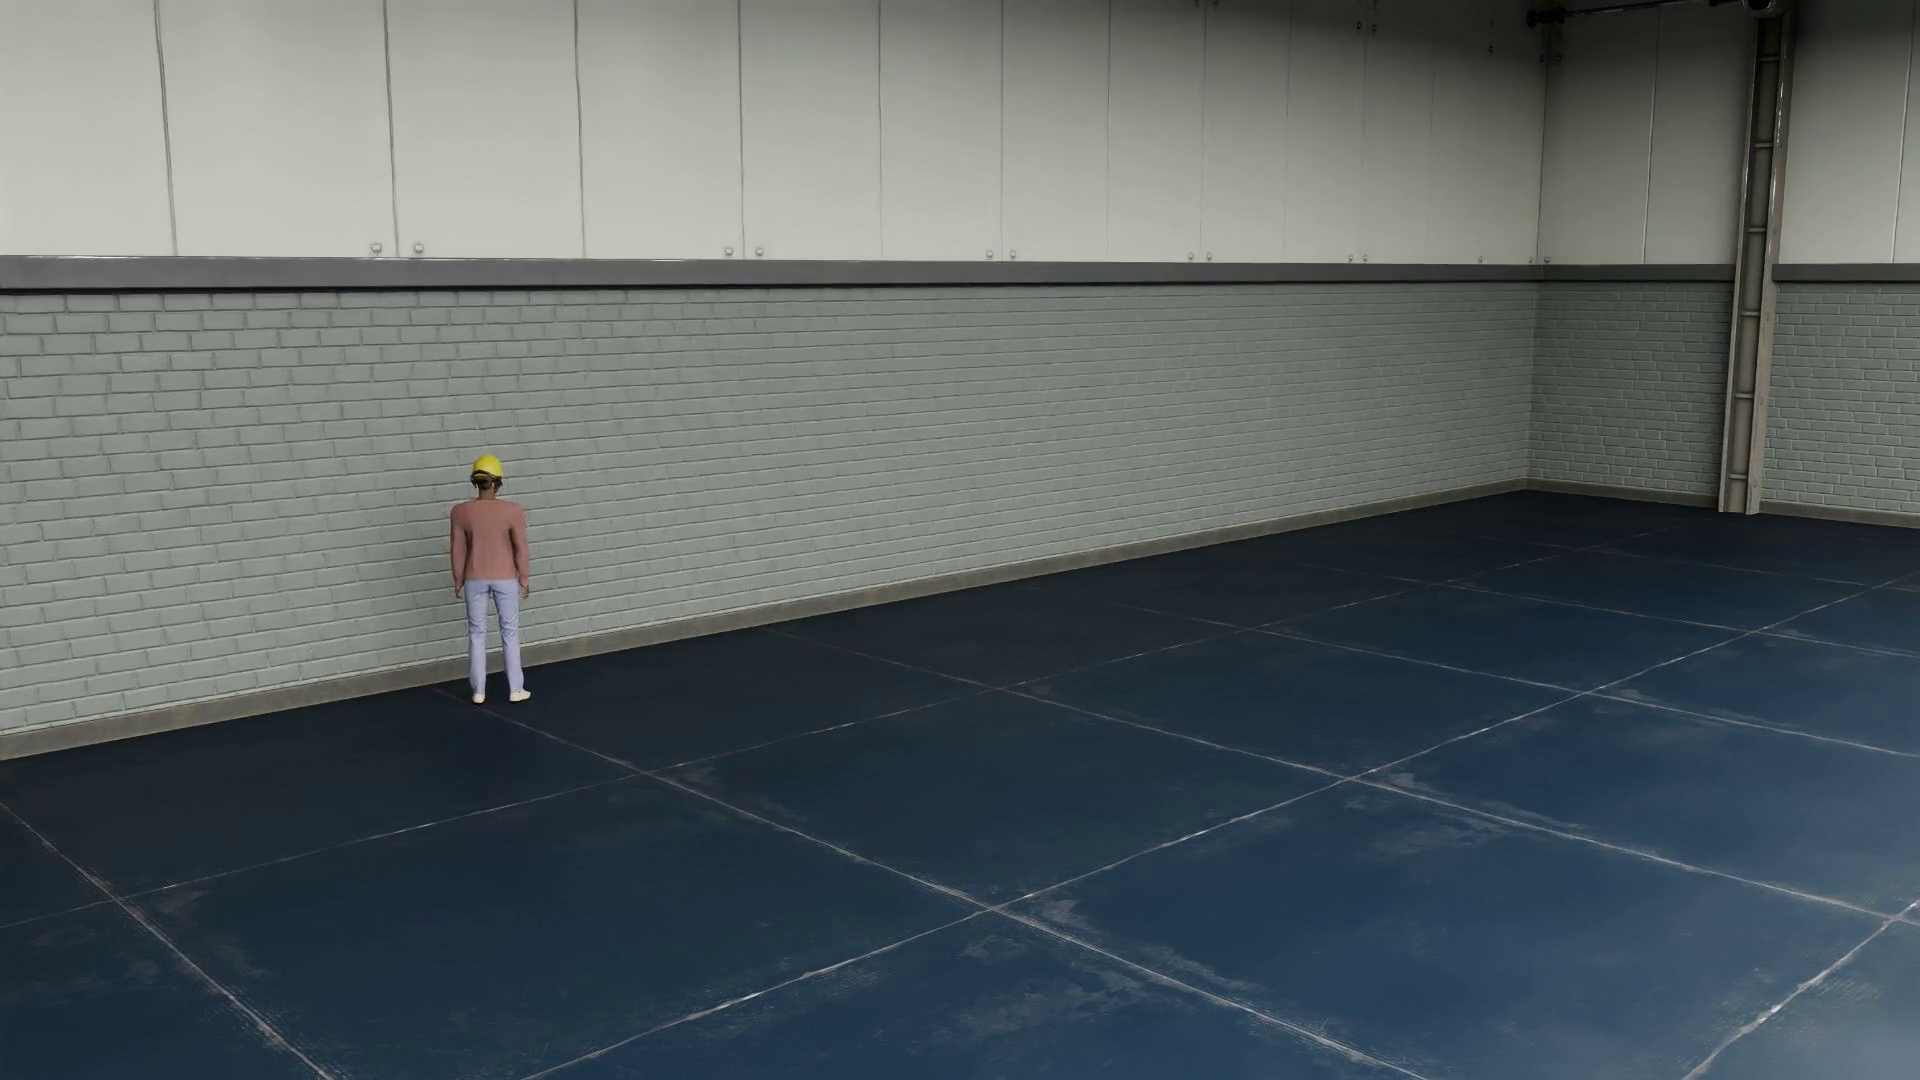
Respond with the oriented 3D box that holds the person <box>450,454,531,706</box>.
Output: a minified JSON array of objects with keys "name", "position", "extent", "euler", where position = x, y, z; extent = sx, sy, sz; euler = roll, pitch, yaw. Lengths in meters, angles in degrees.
[{"name":"person","position":[-3.290,0.281,11.685],"extent":[0.532,1.765,0.328],"euler":[-1,9,-6]}]
